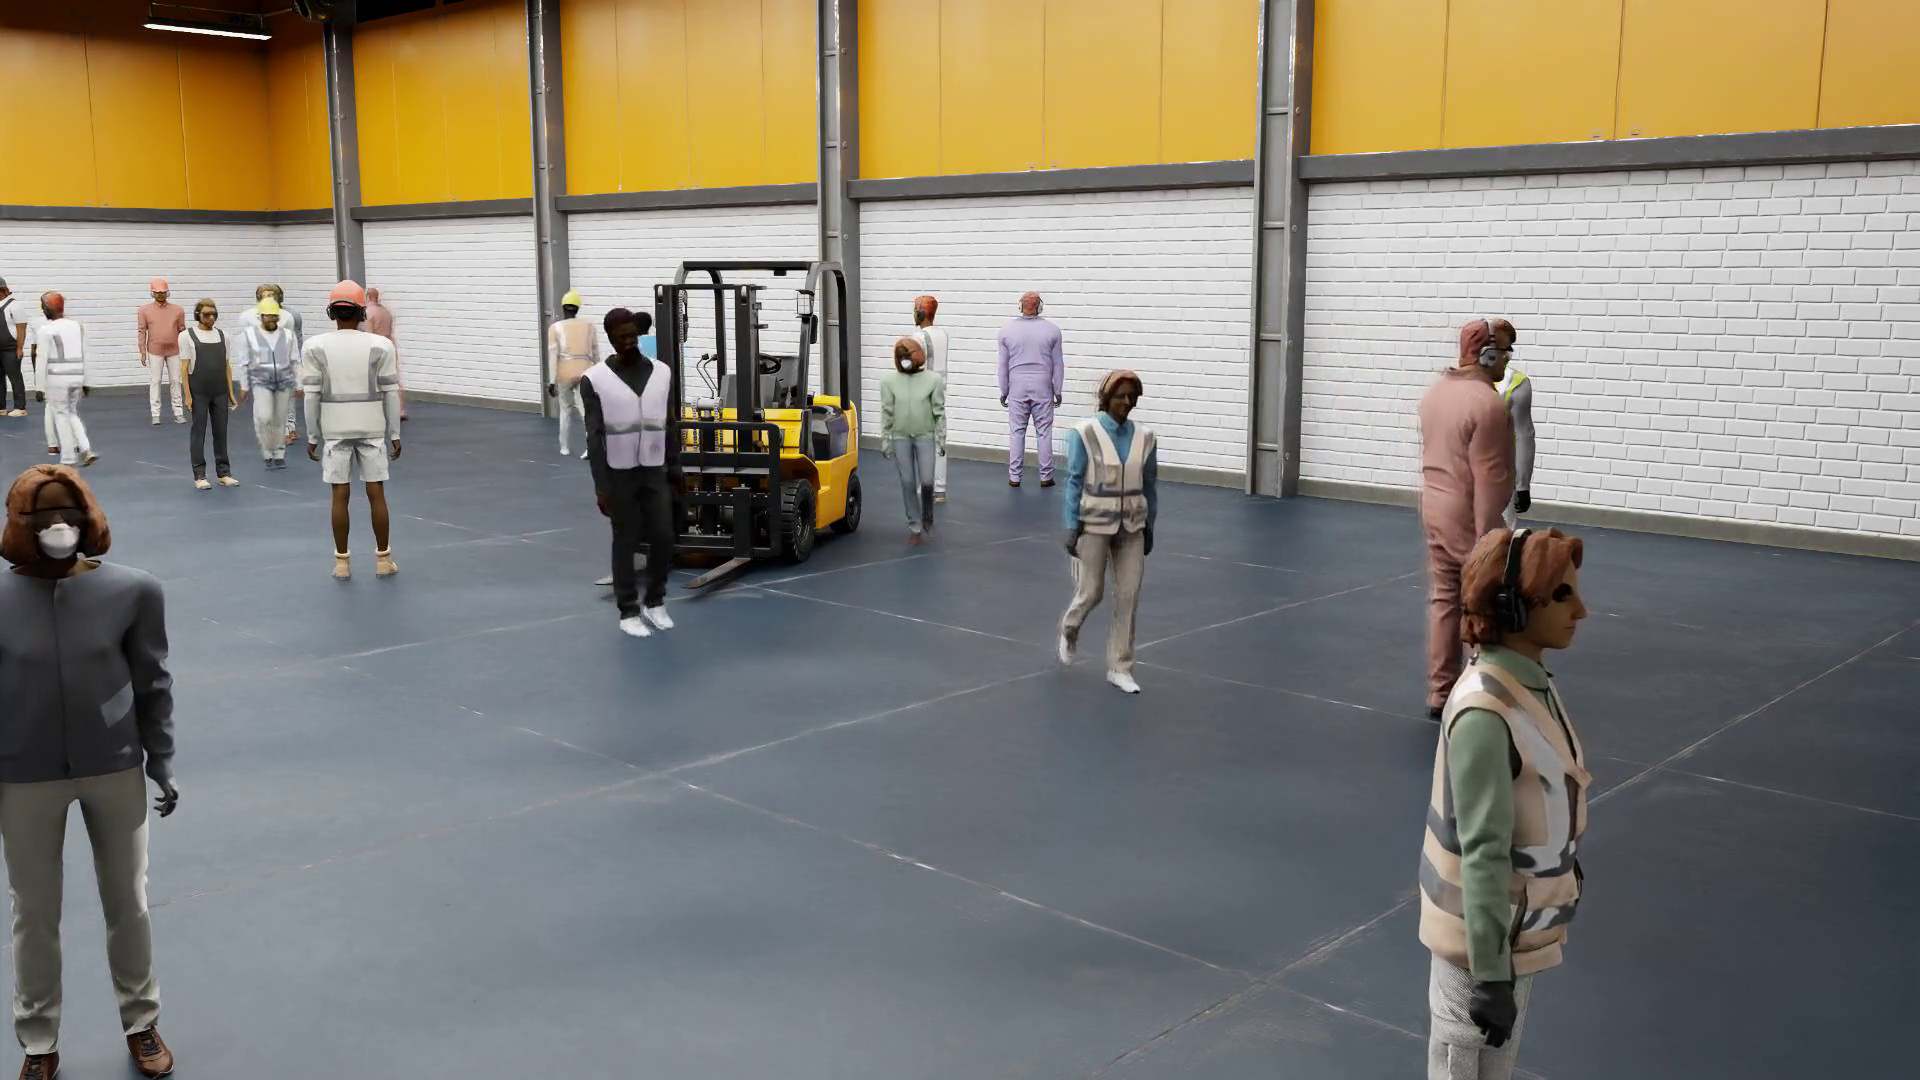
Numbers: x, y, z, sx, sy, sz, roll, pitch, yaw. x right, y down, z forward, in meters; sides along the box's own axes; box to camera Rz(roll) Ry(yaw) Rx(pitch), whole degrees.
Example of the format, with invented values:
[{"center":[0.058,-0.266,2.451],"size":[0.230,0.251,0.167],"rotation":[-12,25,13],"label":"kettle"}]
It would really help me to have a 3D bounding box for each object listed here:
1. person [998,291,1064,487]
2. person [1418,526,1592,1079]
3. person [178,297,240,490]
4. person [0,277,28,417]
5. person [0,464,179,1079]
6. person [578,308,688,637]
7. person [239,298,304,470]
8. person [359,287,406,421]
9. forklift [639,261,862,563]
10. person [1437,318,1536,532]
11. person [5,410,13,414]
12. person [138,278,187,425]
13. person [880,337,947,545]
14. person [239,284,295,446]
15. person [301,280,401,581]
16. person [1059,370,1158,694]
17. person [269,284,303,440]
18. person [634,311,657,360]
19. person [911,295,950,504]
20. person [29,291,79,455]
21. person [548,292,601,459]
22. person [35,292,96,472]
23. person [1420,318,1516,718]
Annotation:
[{"center":[0.691,-1.461,16.182],"size":[0.642,1.909,0.409],"rotation":[1,9,5],"label":"person"},{"center":[1.043,0.784,3.229],"size":[0.310,1.642,0.514],"rotation":[4,10,24],"label":"person"},{"center":[-7.254,-1.414,16.081],"size":[0.346,1.846,0.505],"rotation":[7,12,38],"label":"person"},{"center":[-13.753,-2.776,23.833],"size":[0.698,2.000,0.537],"rotation":[2,9,13],"label":"person"},{"center":[-2.281,0.615,4.277],"size":[0.502,1.636,0.280],"rotation":[-5,11,-30],"label":"person"},{"center":[-1.886,-0.380,9.639],"size":[0.672,1.896,0.402],"rotation":[-7,12,-38],"label":"person"},{"center":[-7.207,-1.631,17.496],"size":[0.627,1.810,0.641],"rotation":[-7,11,-36],"label":"person"},{"center":[-8.211,-2.586,23.228],"size":[0.980,1.851,0.683],"rotation":[3,10,16],"label":"person"},{"center":[-1.552,-1.040,12.721],"size":[1.214,2.155,2.313],"rotation":[2,9,11],"label":"forklift"},{"center":[3.003,-0.340,9.505],"size":[0.428,1.842,0.631],"rotation":[-7,12,-37],"label":"person"},{"center":[-14.124,-2.746,24.193],"size":[0.518,1.865,0.327],"rotation":[5,11,29],"label":"person"},{"center":[-10.880,-2.575,22.742],"size":[0.625,1.990,0.395],"rotation":[-7,11,-35],"label":"person"},{"center":[-0.354,-0.758,12.799],"size":[0.508,1.611,0.390],"rotation":[1,9,3],"label":"person"},{"center":[-8.301,-2.099,19.994],"size":[0.630,1.940,0.372],"rotation":[-6,11,-32],"label":"person"},{"center":[-4.138,-0.742,11.354],"size":[0.616,2.041,0.378],"rotation":[-3,10,-18],"label":"person"},{"center":[0.744,-0.059,8.436],"size":[0.535,1.620,0.538],"rotation":[-4,10,-21],"label":"person"},{"center":[-8.439,-2.189,20.560],"size":[0.627,1.936,0.373],"rotation":[-4,10,-22],"label":"person"},{"center":[-3.461,-1.745,18.709],"size":[0.840,1.647,0.581],"rotation":[8,13,42],"label":"person"},{"center":[-0.299,-1.255,14.986],"size":[0.345,1.882,0.584],"rotation":[5,10,27],"label":"person"},{"center":[-10.314,-1.901,18.994],"size":[0.513,1.871,0.329],"rotation":[-1,9,-8],"label":"person"},{"center":[-4.306,-1.838,18.637],"size":[0.643,1.870,0.966],"rotation":[-5,11,-29],"label":"person"},{"center":[-9.324,-1.626,17.269],"size":[0.398,1.876,0.614],"rotation":[3,10,17],"label":"person"},{"center":[2.392,-0.075,7.714],"size":[0.479,1.897,0.665],"rotation":[-2,10,-13],"label":"person"}]
